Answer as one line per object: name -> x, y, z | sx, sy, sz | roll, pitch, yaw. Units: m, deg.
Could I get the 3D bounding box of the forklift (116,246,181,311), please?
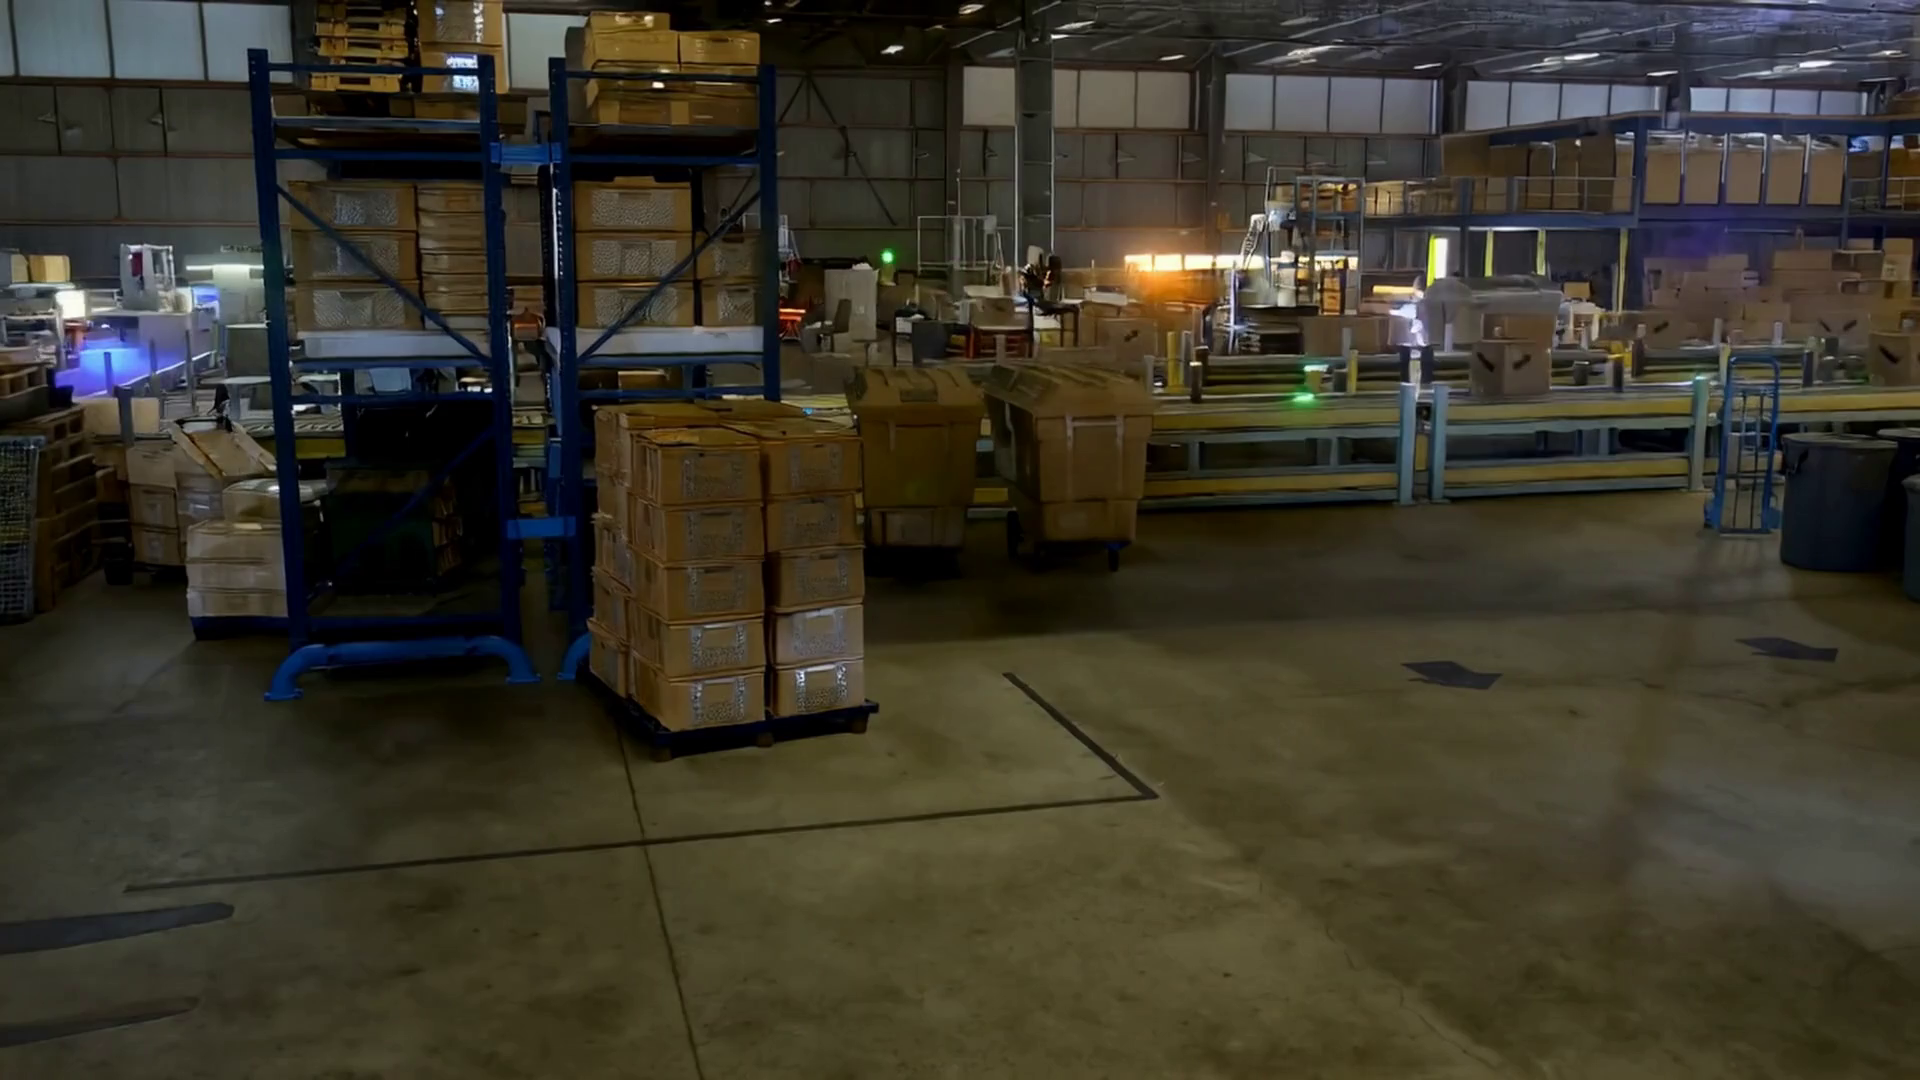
forklift -> -19.966, -6.232, 40.894 | 1.157, 1.987, 2.680 | -3, 10, -15

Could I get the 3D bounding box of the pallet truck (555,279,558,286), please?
pallet truck -> -10.604, -6.375, 44.520 | 0.653, 1.274, 1.630 | -3, 10, -15

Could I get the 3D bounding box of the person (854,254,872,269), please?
person -> -2.910, -7.791, 50.848 | 0.639, 1.902, 0.407 | 5, 11, 26

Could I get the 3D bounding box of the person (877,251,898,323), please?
person -> -1.951, -6.943, 45.803 | 0.611, 1.999, 1.053 | -6, 12, -32

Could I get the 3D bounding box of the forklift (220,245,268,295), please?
forklift -> -17.749, -6.334, 41.440 | 1.157, 1.987, 2.680 | -3, 10, -17
